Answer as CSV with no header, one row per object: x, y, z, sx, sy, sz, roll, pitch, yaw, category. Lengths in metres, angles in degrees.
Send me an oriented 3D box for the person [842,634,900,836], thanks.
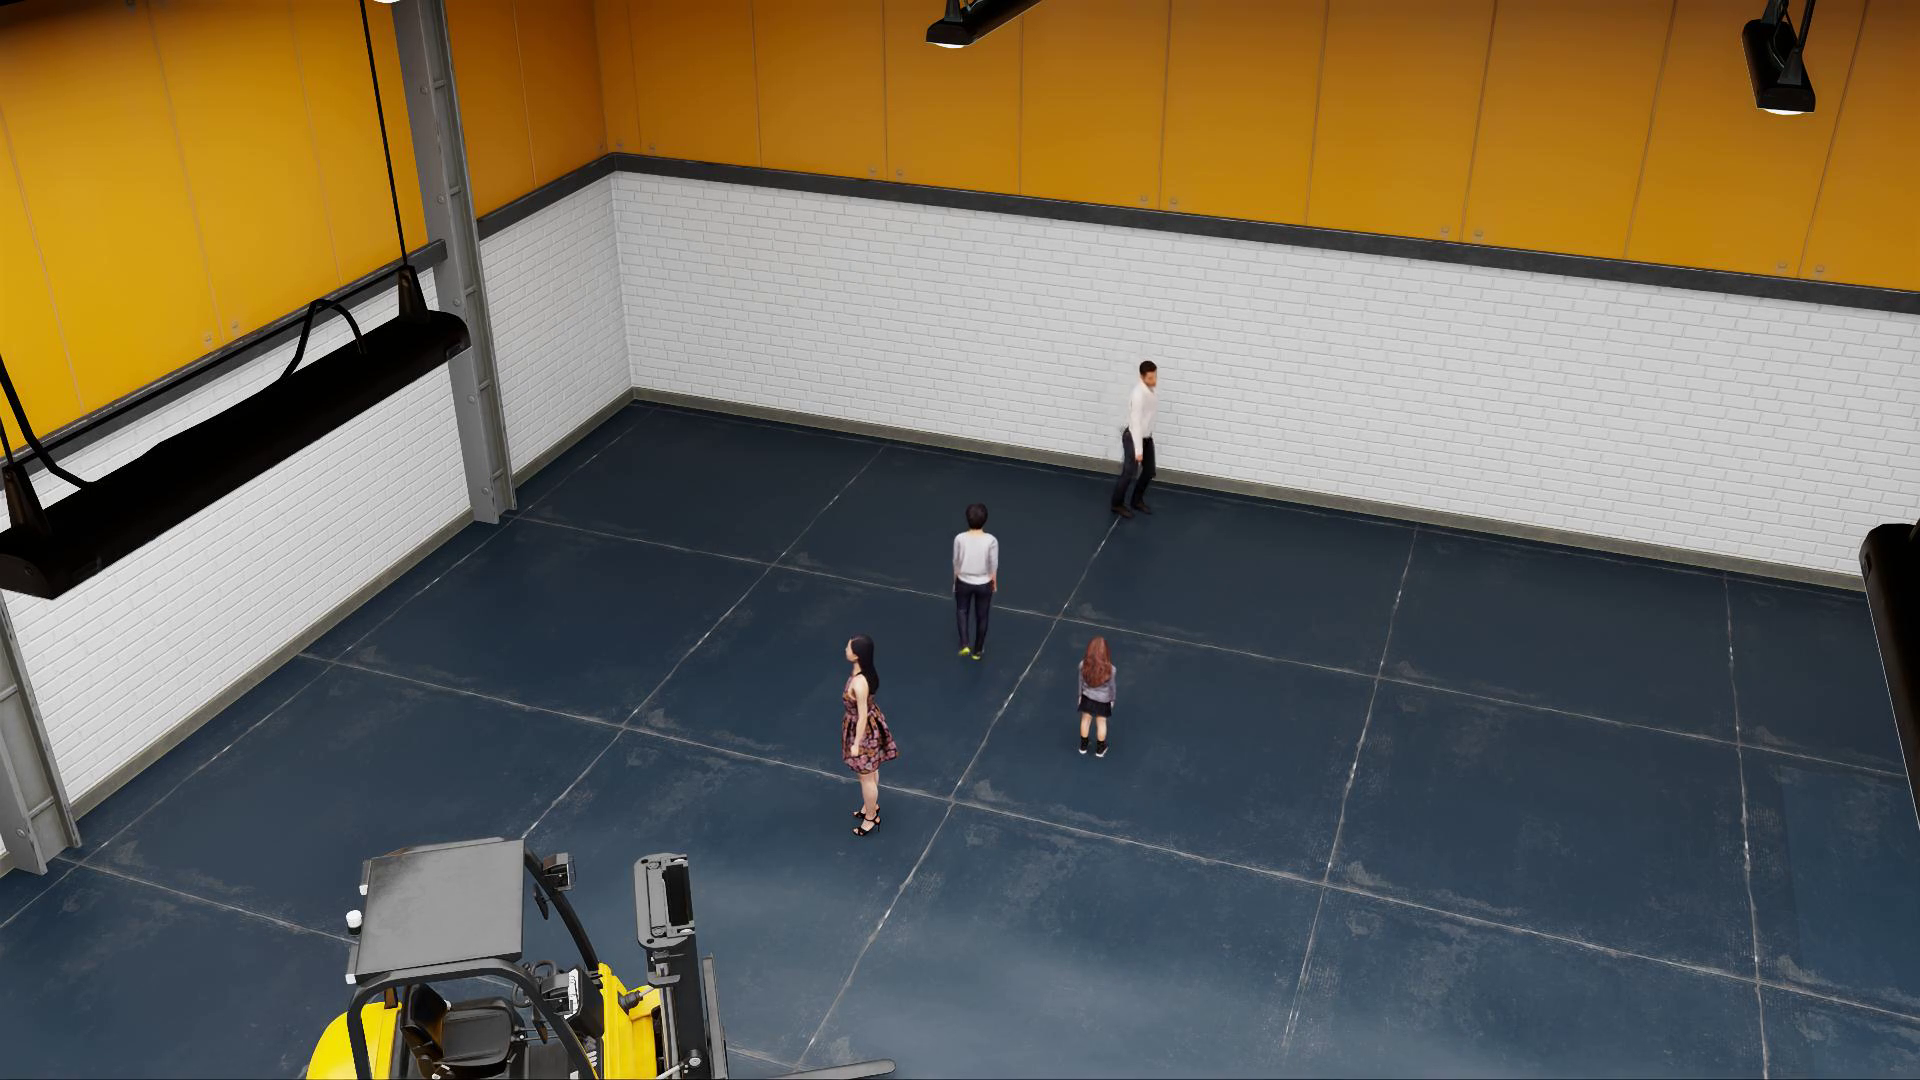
-0.741,1.470,12.644,0.810,1.774,0.711,1,29,2,person

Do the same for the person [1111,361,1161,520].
1.788,-1.047,17.193,0.822,1.838,0.741,12,31,21,person

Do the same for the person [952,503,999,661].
0.117,0.414,14.820,0.637,1.544,0.690,2,29,4,person

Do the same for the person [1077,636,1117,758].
1.116,1.275,13.698,0.477,1.107,0.456,7,29,13,person
